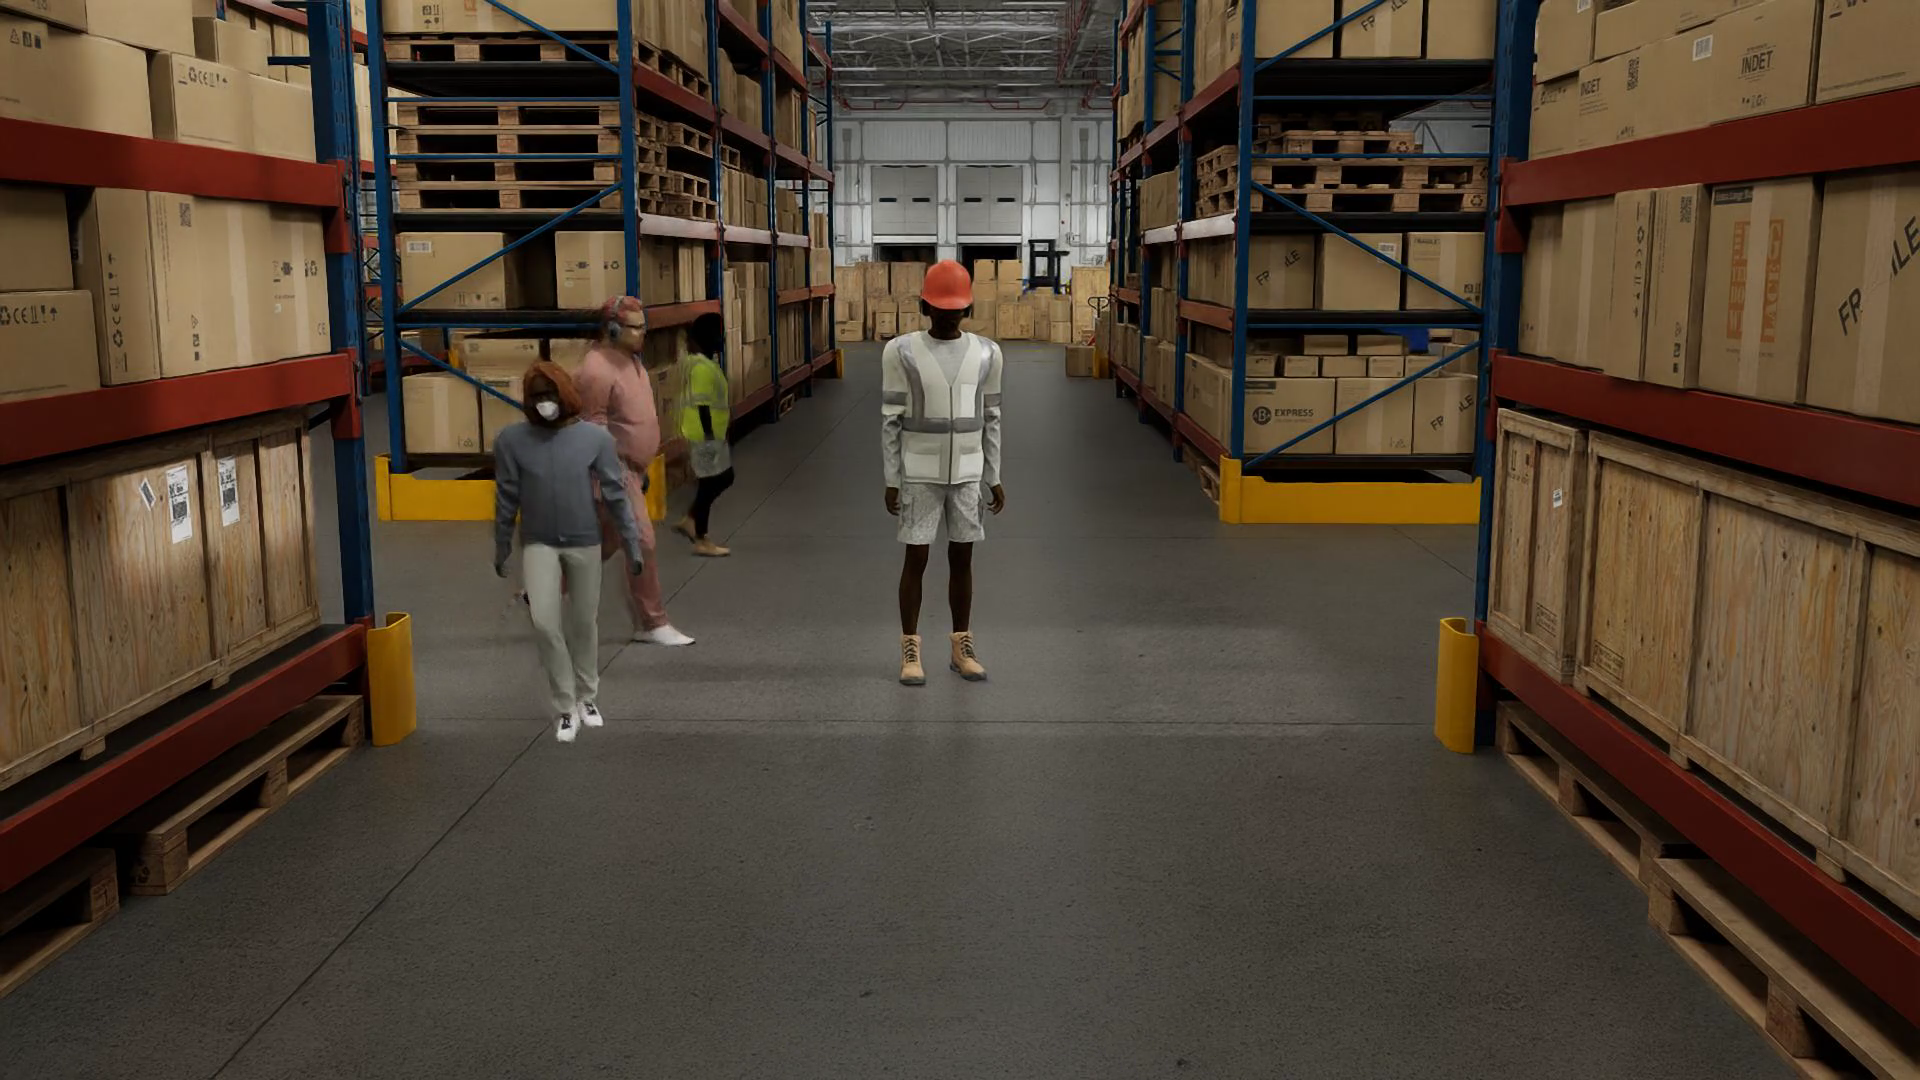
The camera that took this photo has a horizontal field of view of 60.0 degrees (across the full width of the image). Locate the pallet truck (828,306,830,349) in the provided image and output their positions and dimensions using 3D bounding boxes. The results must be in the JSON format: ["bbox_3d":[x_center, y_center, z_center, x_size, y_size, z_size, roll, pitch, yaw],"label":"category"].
[{"bbox_3d":[-3.100,-3.940,29.800,1.885,1.965,0.823,3,10,19],"label":"pallet truck"}]

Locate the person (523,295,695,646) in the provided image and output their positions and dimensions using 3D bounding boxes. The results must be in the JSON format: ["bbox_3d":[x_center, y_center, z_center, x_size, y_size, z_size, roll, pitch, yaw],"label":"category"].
[{"bbox_3d":[-1.888,-0.352,8.741,0.887,1.866,0.685,1,10,7],"label":"person"}]

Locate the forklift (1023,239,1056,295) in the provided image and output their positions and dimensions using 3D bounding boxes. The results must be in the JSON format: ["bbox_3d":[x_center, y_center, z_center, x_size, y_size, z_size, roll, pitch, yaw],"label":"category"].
[{"bbox_3d":[2.839,-9.070,57.888,1.129,2.768,1.873,6,11,33],"label":"forklift"}]

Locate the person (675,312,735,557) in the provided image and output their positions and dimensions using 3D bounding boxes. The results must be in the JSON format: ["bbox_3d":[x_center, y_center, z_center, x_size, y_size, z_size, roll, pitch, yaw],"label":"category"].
[{"bbox_3d":[-1.722,-0.713,11.398,0.362,1.683,0.548,0,9,-3],"label":"person"}]

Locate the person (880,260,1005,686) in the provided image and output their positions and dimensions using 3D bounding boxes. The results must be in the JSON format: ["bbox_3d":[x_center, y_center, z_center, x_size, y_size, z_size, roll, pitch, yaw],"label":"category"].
[{"bbox_3d":[-0.072,-0.315,7.982,0.605,2.033,0.391,-3,10,-16],"label":"person"}]

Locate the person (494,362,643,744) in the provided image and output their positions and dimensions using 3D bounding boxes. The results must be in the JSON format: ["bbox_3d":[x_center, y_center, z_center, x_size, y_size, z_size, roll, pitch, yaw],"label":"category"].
[{"bbox_3d":[-1.657,0.050,7.046,0.625,1.597,0.628,-2,10,-14],"label":"person"}]

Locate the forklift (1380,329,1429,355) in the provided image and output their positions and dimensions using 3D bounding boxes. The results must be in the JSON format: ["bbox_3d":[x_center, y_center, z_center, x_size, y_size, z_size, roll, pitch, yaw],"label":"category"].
[{"bbox_3d":[8.276,-4.897,32.895,1.873,2.768,1.129,0,9,1],"label":"forklift"}]
